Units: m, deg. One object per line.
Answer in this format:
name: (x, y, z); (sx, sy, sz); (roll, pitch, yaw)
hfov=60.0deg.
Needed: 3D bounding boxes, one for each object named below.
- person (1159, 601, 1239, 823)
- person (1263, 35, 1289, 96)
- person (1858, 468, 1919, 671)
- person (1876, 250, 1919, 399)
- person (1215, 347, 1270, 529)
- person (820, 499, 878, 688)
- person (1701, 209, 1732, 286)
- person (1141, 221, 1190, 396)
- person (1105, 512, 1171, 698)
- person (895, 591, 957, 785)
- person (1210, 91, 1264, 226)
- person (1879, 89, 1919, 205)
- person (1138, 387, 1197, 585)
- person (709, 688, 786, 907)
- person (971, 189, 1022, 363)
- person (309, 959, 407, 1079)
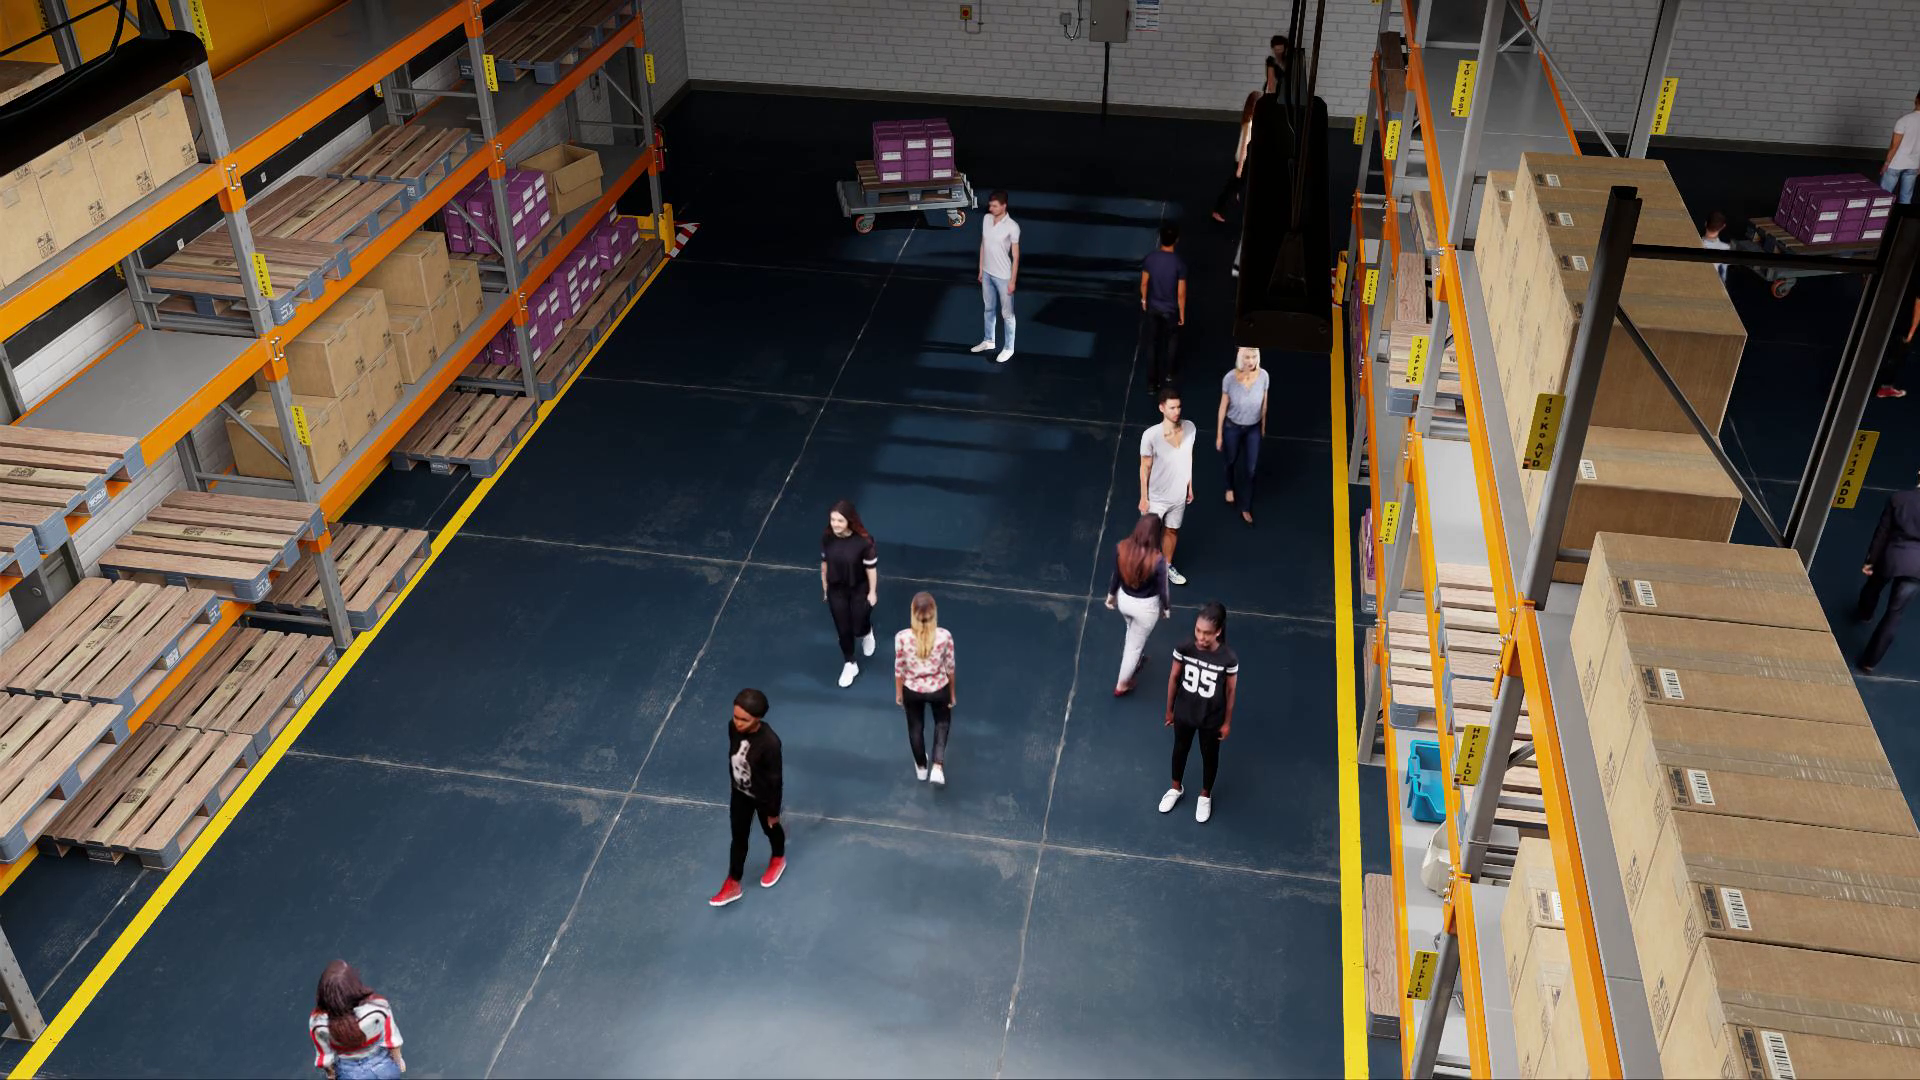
person: (1.648, 1.182, 11.400); (0.661, 1.729, 0.622); (13, 36, 19)
person: (4.098, -5.807, 21.880); (0.765, 1.768, 0.535); (3, 34, 4)
person: (7.269, 0.208, 12.833); (0.942, 1.765, 1.242); (19, 38, 26)
person: (9.208, -2.134, 16.383); (0.838, 1.736, 0.999); (-2, 34, -3)
person: (2.485, -1.030, 14.756); (0.714, 1.698, 0.960); (0, 34, 0)
person: (-0.816, 0.348, 12.748); (0.649, 1.625, 0.799); (9, 35, 13)
person: (7.358, -2.381, 16.669); (0.674, 1.830, 0.689); (9, 35, 13)
person: (1.991, -2.266, 16.544); (0.778, 1.777, 0.895); (14, 36, 19)
person: (1.302, 0.528, 12.511); (0.804, 1.588, 0.889); (24, 40, 31)
person: (-0.234, 1.095, 11.627); (0.675, 1.623, 0.818); (-1, 34, -2)
person: (3.345, -4.558, 20.087); (0.696, 1.672, 1.032); (8, 34, 12)
person: (11.243, -4.489, 19.809); (0.710, 1.866, 0.624); (0, 34, 1)
person: (1.687, -0.427, 13.707); (0.763, 1.855, 0.796); (-17, 37, -24)
person: (-1.278, 1.596, 10.843); (0.814, 1.656, 0.985); (19, 38, 27)
person: (0.402, -2.764, 17.221); (0.730, 1.857, 0.737); (27, 42, 35)
person: (-3.193, 2.897, 8.937); (0.818, 1.600, 0.957); (-9, 35, -13)
